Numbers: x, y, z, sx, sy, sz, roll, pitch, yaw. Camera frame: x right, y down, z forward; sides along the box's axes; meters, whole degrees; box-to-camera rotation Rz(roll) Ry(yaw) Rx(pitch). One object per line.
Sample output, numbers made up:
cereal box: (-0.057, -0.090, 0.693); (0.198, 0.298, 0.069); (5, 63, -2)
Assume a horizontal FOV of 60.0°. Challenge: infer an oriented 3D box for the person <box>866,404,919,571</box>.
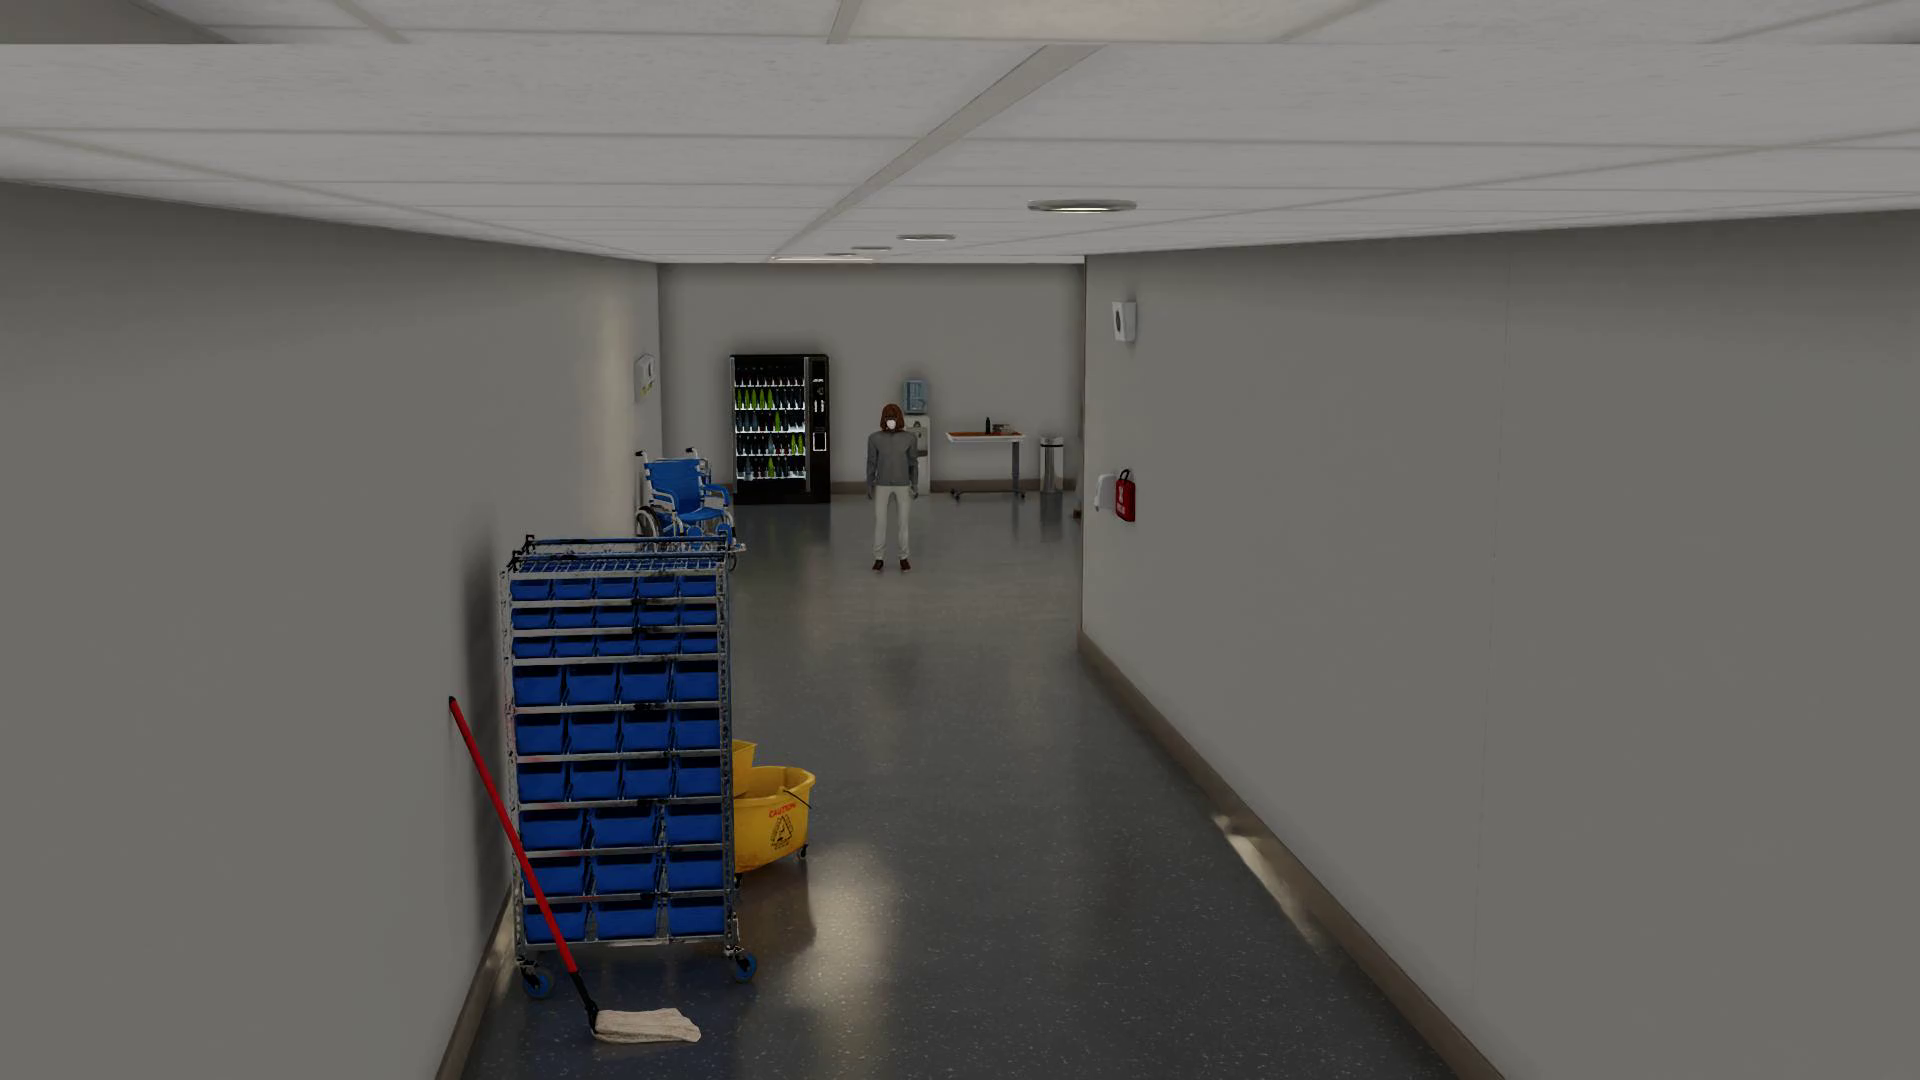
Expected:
person: (-0.655, -0.512, 16.183); (0.507, 1.632, 0.264); (0, 9, -3)
